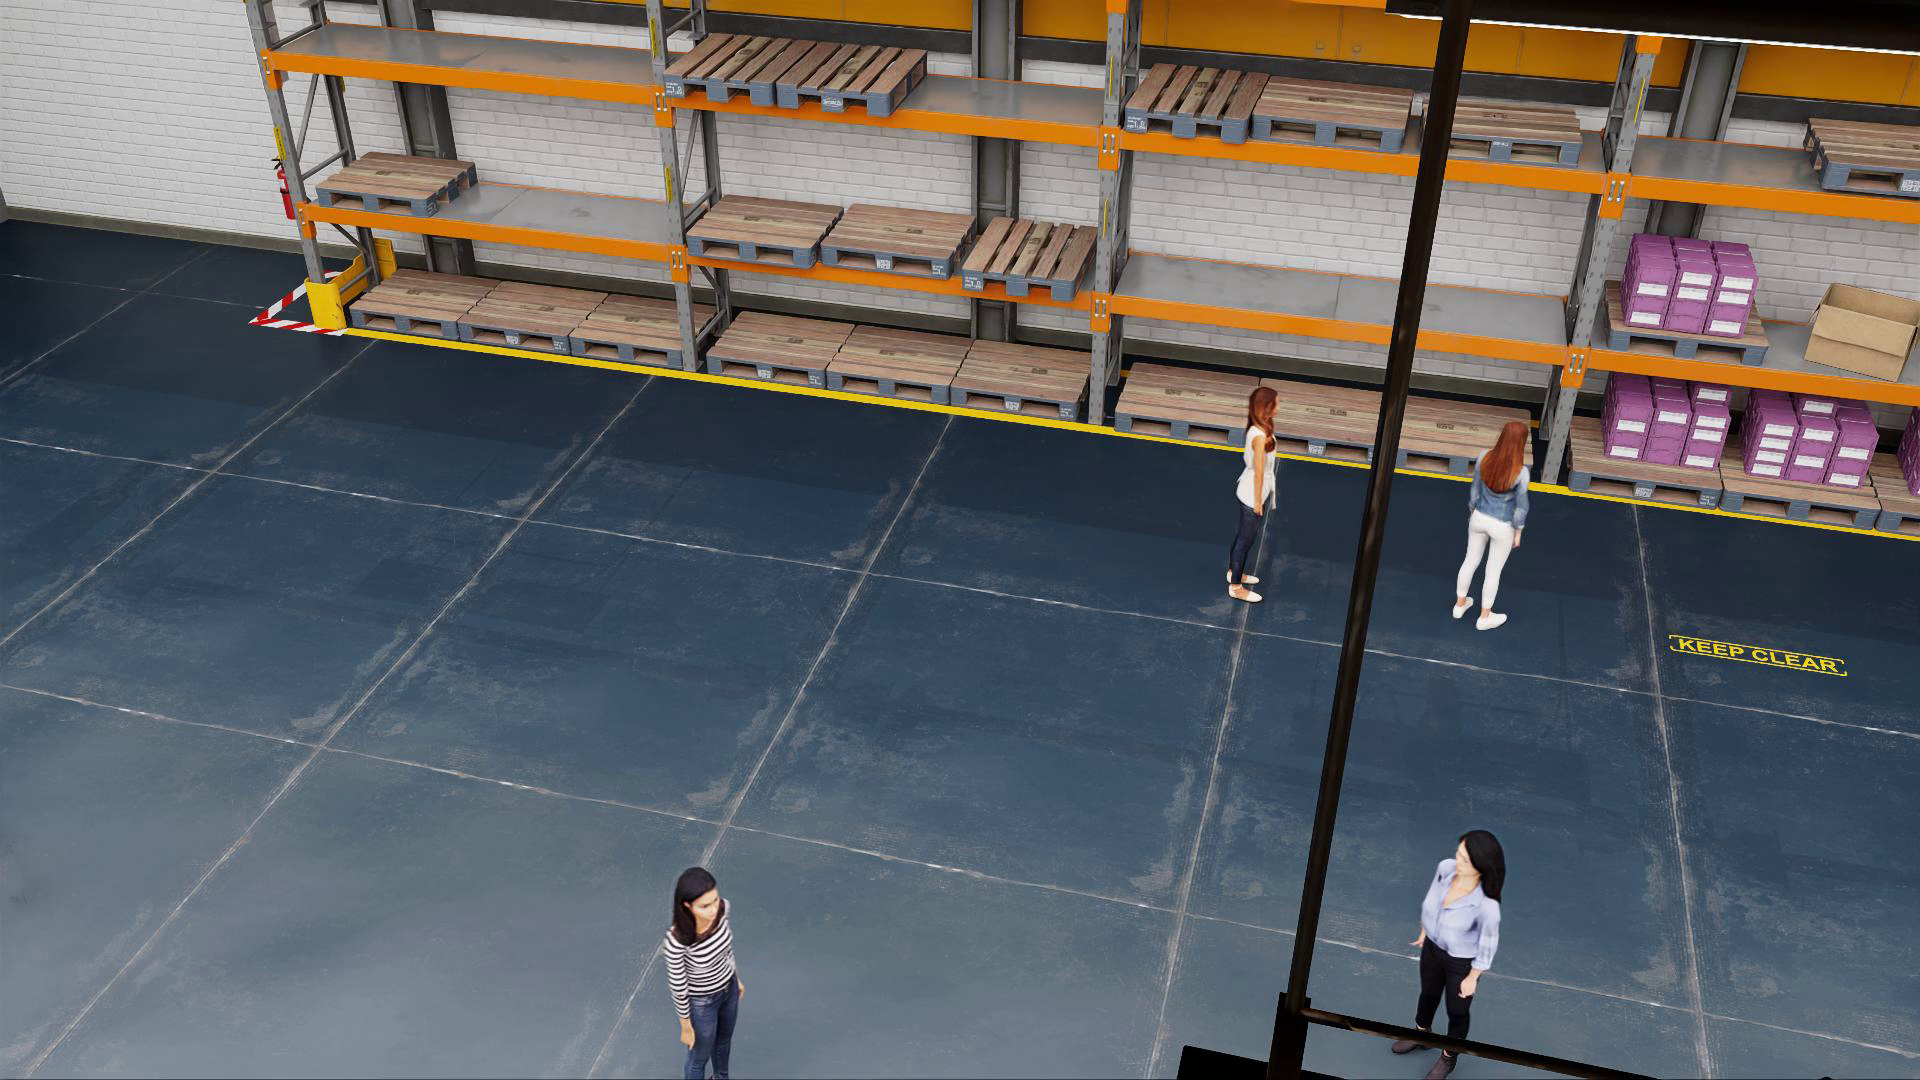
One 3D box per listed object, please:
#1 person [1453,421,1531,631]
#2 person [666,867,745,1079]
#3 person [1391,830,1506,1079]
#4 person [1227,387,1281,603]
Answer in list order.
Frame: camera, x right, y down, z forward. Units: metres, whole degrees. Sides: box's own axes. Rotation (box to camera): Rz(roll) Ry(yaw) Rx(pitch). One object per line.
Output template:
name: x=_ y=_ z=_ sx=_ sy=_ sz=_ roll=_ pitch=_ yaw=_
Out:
person: x=3.938 y=-0.115 z=12.310 sx=0.750 sy=1.700 sz=0.641 roll=-26 pitch=41 yaw=-33
person: x=-1.285 y=2.352 z=8.513 sx=0.610 sy=1.795 sz=0.654 roll=20 pitch=38 yaw=27
person: x=2.608 y=2.200 z=8.788 sx=0.758 sy=1.743 sz=0.720 roll=-14 pitch=36 yaw=-20
person: x=2.215 y=-0.366 z=12.611 sx=0.552 sy=1.784 sz=0.619 roll=5 pitch=34 yaw=8
